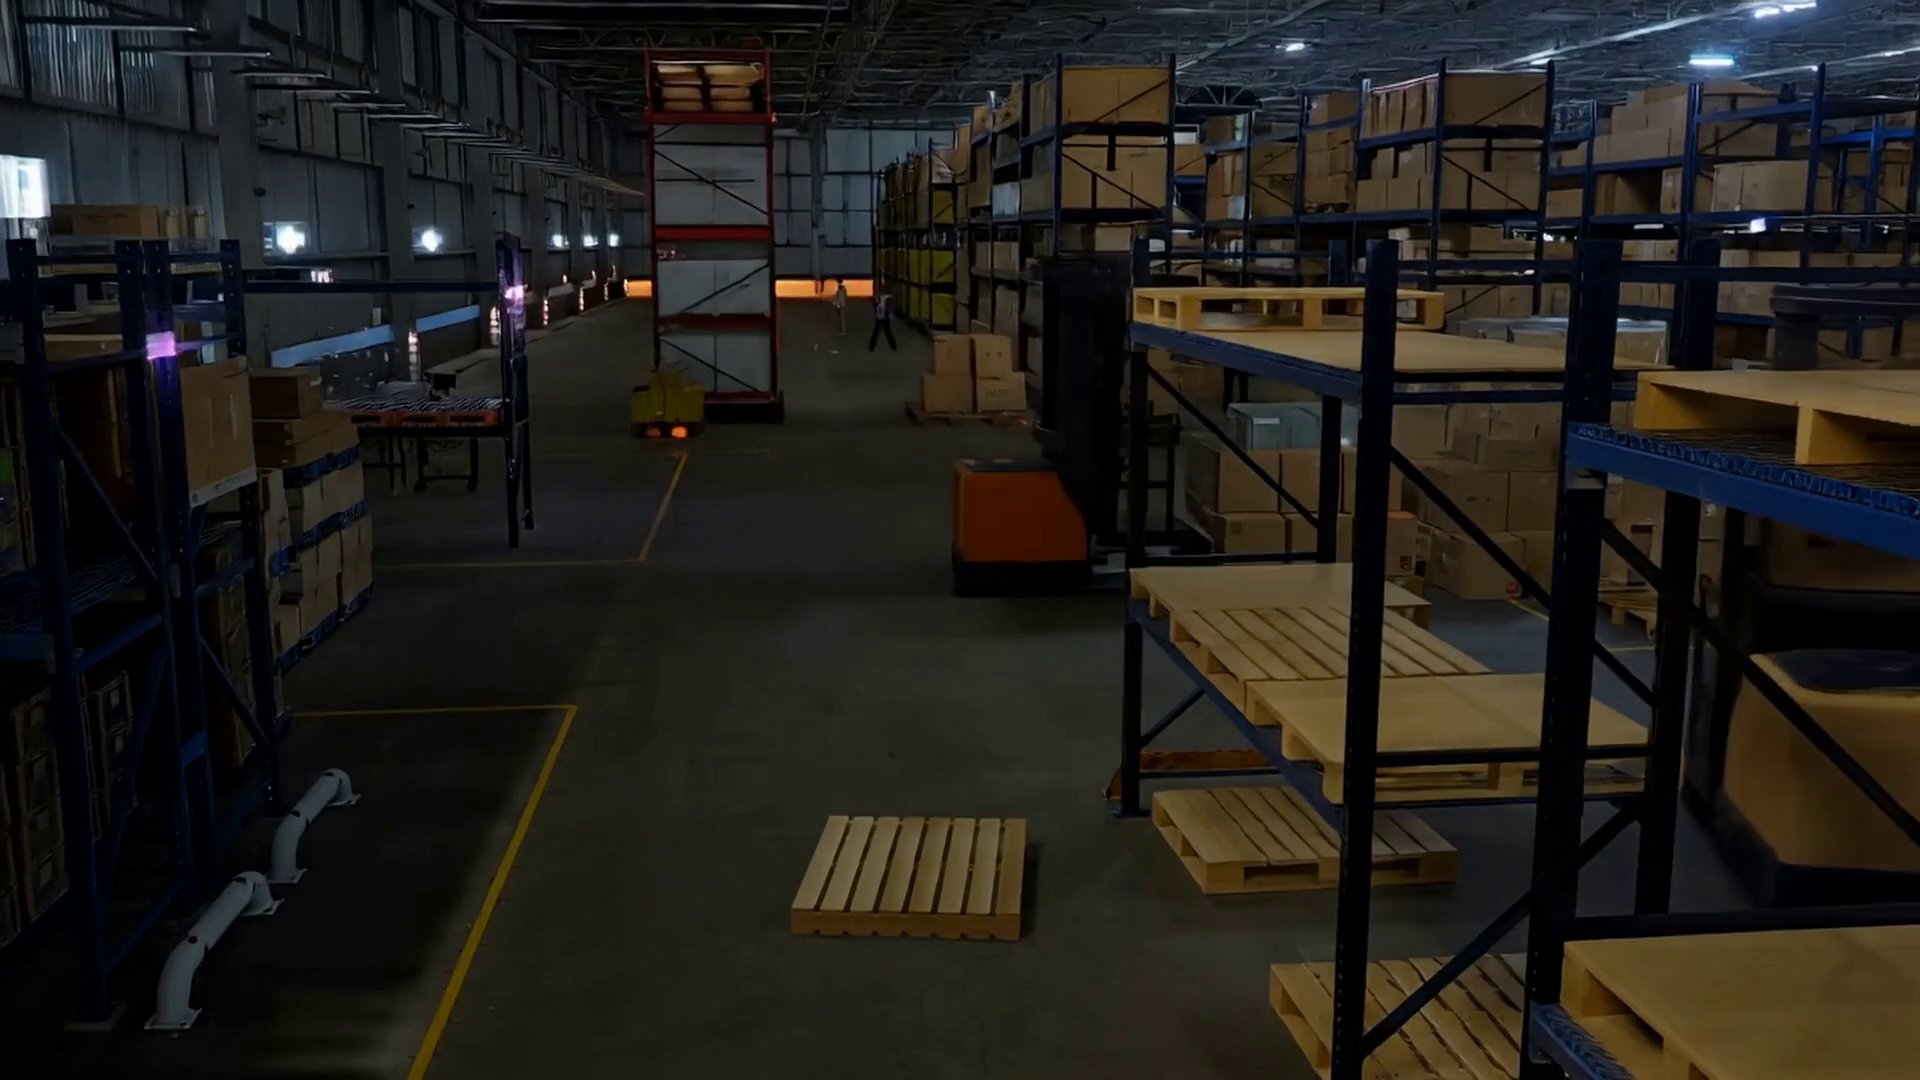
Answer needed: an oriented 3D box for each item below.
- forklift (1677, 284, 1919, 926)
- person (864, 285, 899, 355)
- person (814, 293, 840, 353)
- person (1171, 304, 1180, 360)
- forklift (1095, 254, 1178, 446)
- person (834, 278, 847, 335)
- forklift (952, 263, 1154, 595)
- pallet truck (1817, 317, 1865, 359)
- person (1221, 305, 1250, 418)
[{"bbox_3d":[4.273,0.192,7.872,1.129,2.768,1.873,2,10,10],"label":"forklift"},{"bbox_3d":[-2.063,-5.852,44.265,1.051,1.861,0.606,-9,13,-40],"label":"person"},{"bbox_3d":[-3.578,-5.819,44.693,0.632,1.609,0.528,1,10,7],"label":"person"},{"bbox_3d":[4.828,-4.519,37.455,0.348,1.625,0.564,1,10,4],"label":"person"},{"bbox_3d":[2.225,-2.813,24.522,1.873,2.768,1.129,-1,10,-6],"label":"forklift"},{"bbox_3d":[-3.845,-7.521,53.530,0.431,1.835,0.621,-4,11,-21],"label":"person"},{"bbox_3d":[0.901,-1.002,14.486,1.873,2.768,1.129,-1,10,-6],"label":"forklift"},{"bbox_3d":[15.846,-3.142,28.793,1.885,1.965,0.823,2,10,12],"label":"pallet truck"},{"bbox_3d":[4.674,-2.973,28.015,0.602,1.954,1.030,-1,10,-3],"label":"person"}]
